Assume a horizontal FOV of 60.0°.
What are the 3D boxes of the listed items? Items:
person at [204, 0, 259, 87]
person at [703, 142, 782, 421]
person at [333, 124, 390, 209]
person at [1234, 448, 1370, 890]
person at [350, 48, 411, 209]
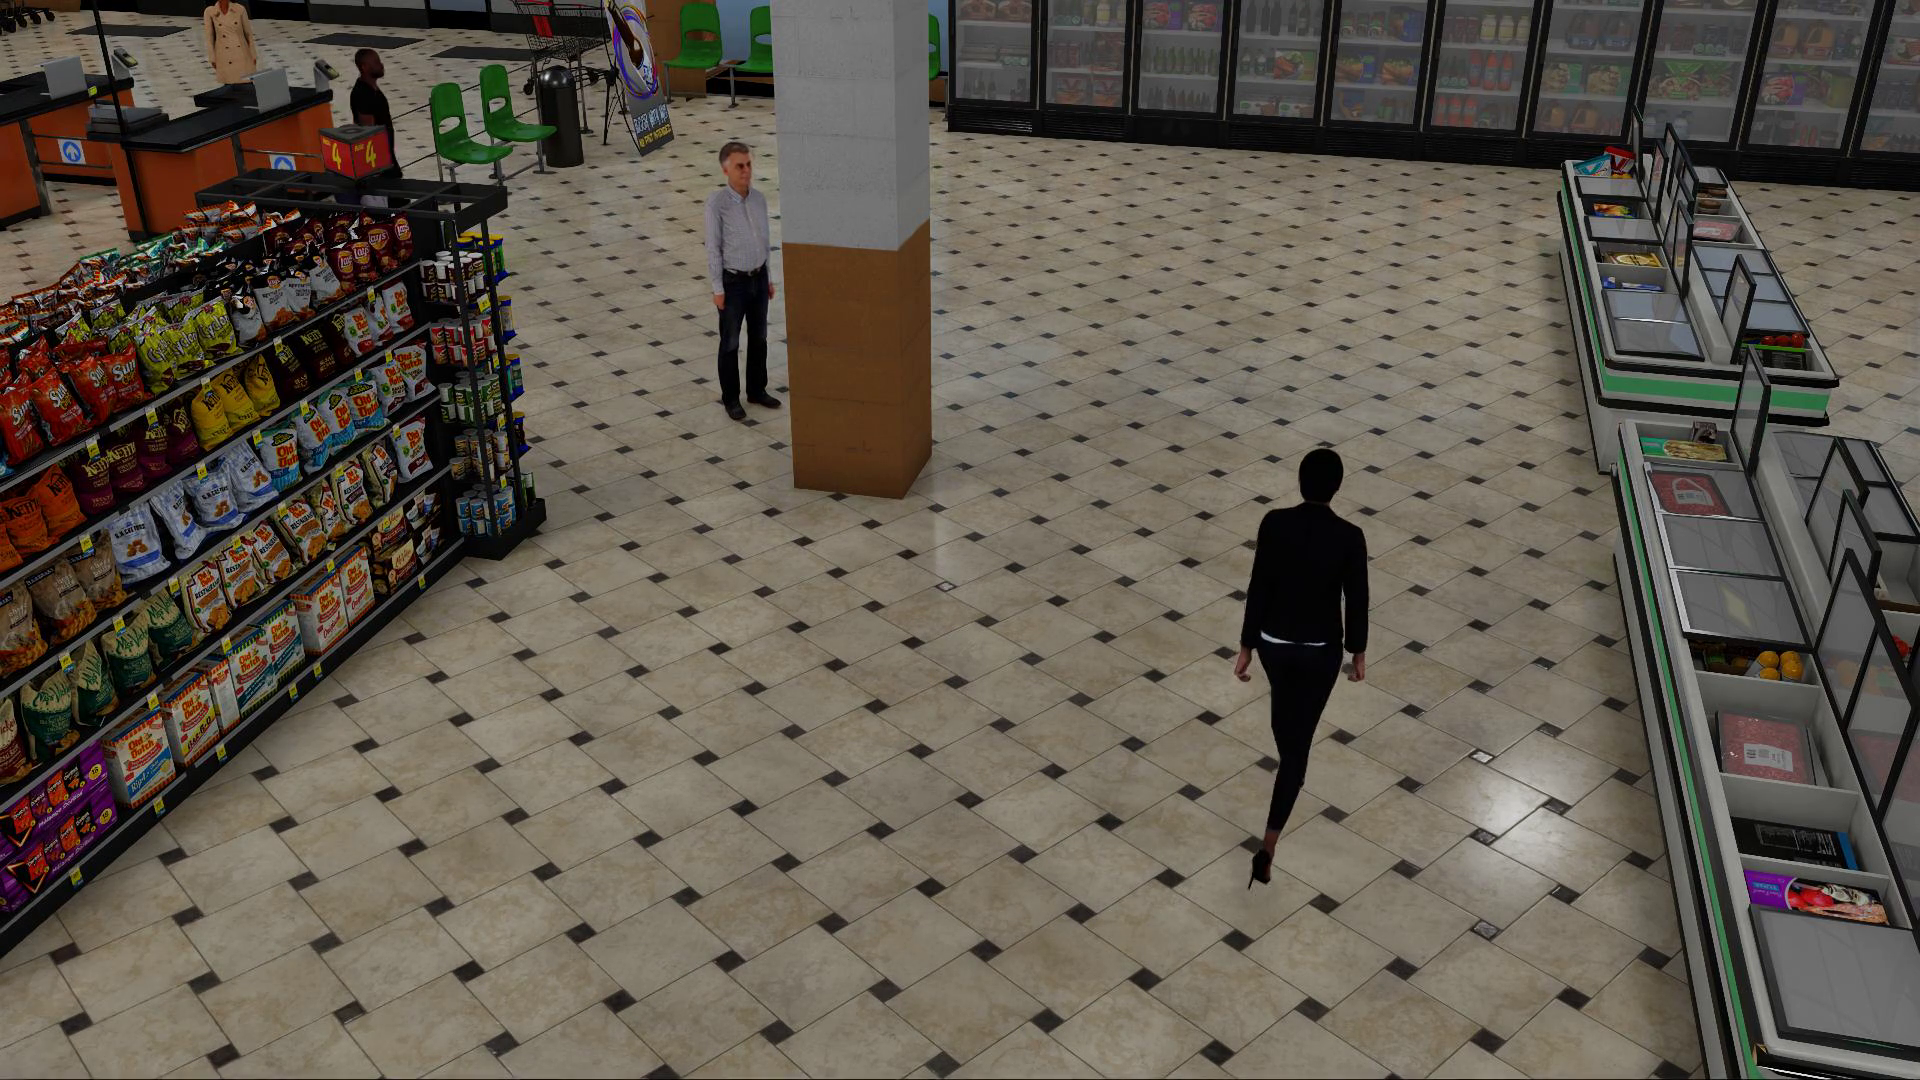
[{"bbox_3d":[-7.871,-5.221,18.031,0.718,1.682,0.741,-11,29,-20],"label":"person"},{"bbox_3d":[-1.443,-1.721,10.978,0.692,1.820,0.800,-23,35,-37],"label":"person"},{"bbox_3d":[-4.053,-1.934,11.386,0.814,1.830,0.627,-1,27,-3],"label":"person"},{"bbox_3d":[1.312,0.542,6.554,0.806,1.784,1.197,13,30,24],"label":"person"},{"bbox_3d":[-4.905,-3.144,13.796,0.897,1.809,0.838,-6,28,-12],"label":"person"}]
